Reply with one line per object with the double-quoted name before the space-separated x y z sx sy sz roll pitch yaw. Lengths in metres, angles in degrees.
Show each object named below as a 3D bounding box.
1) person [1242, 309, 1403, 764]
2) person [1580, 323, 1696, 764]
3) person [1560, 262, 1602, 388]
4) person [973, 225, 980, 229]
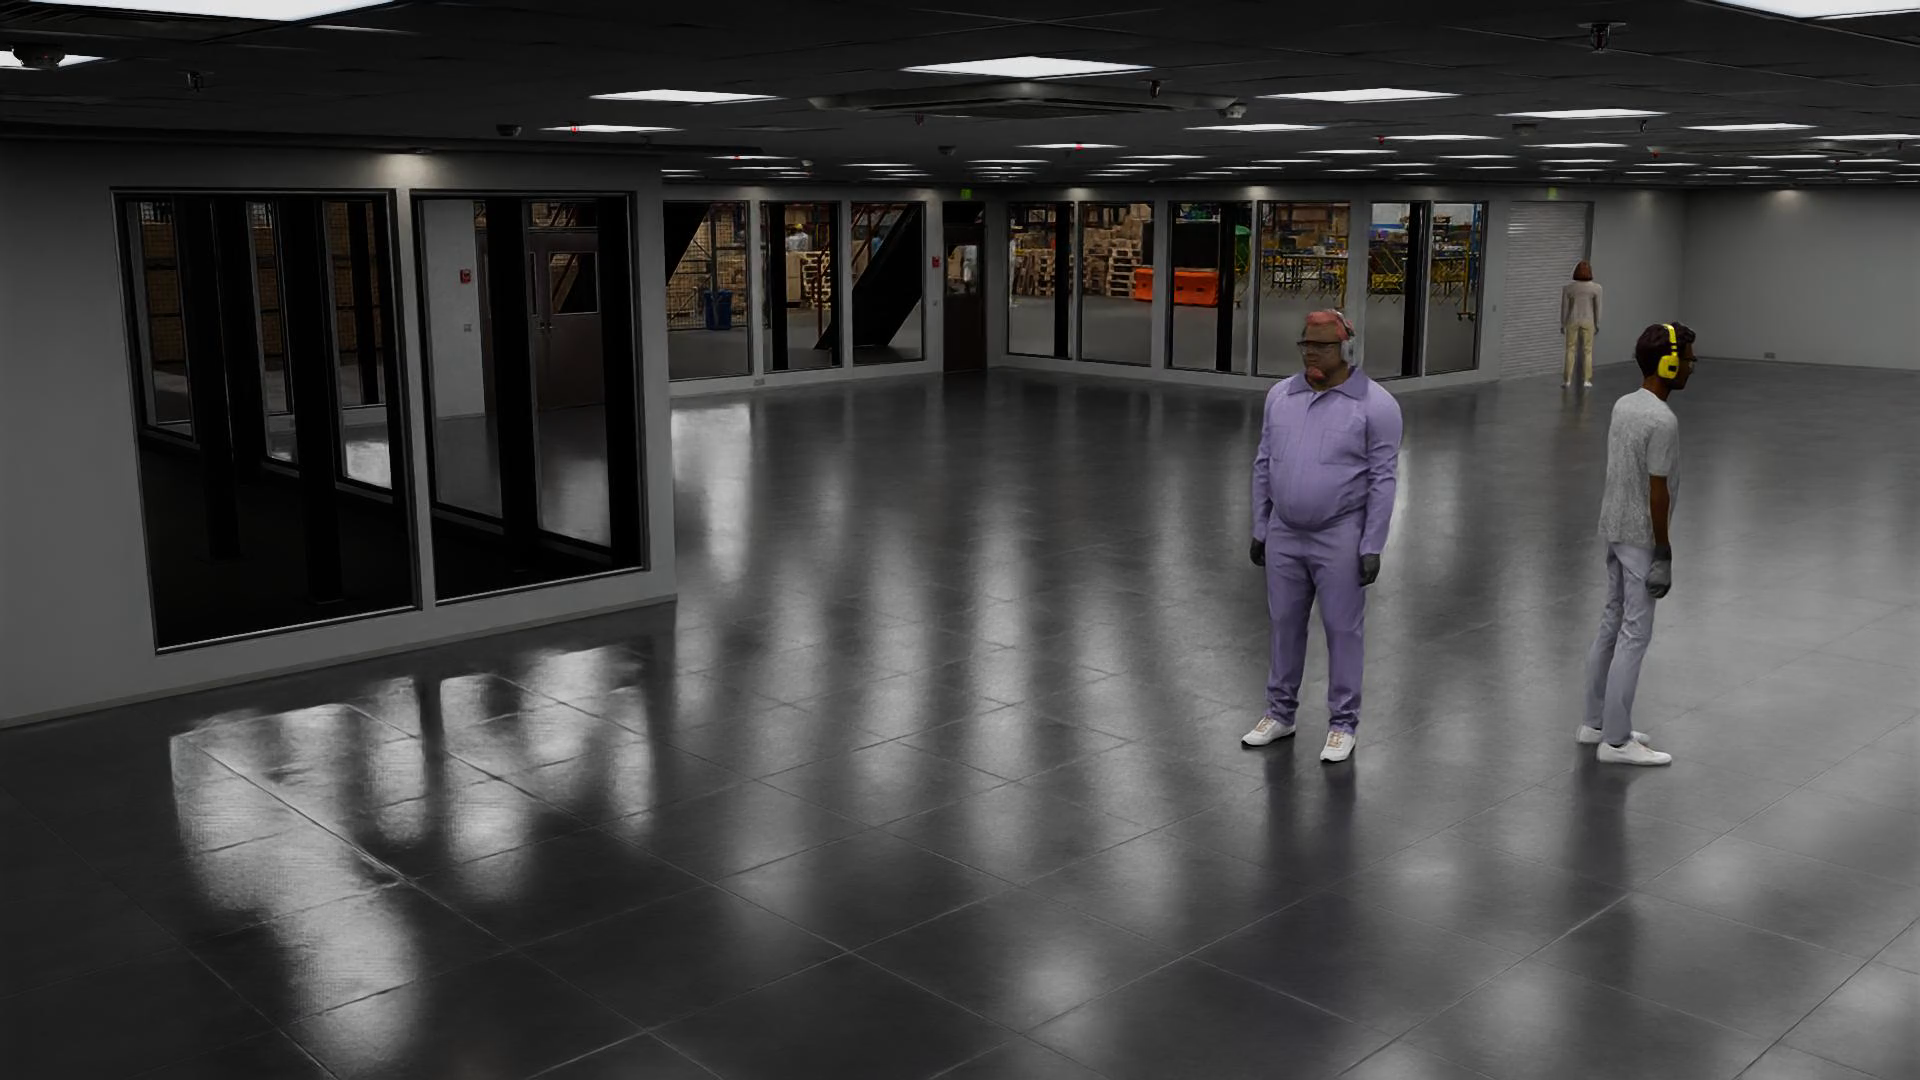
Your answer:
"person" 1.511 -0.019 7.060 0.643 1.909 0.410 9 14 37
"person" 2.868 0.019 7.011 0.327 1.861 0.502 0 11 -1
"person" 8.087 -2.802 21.680 0.500 1.636 0.283 4 12 18
"person" 0.500 -8.460 49.286 0.547 1.939 0.376 -11 16 -44
